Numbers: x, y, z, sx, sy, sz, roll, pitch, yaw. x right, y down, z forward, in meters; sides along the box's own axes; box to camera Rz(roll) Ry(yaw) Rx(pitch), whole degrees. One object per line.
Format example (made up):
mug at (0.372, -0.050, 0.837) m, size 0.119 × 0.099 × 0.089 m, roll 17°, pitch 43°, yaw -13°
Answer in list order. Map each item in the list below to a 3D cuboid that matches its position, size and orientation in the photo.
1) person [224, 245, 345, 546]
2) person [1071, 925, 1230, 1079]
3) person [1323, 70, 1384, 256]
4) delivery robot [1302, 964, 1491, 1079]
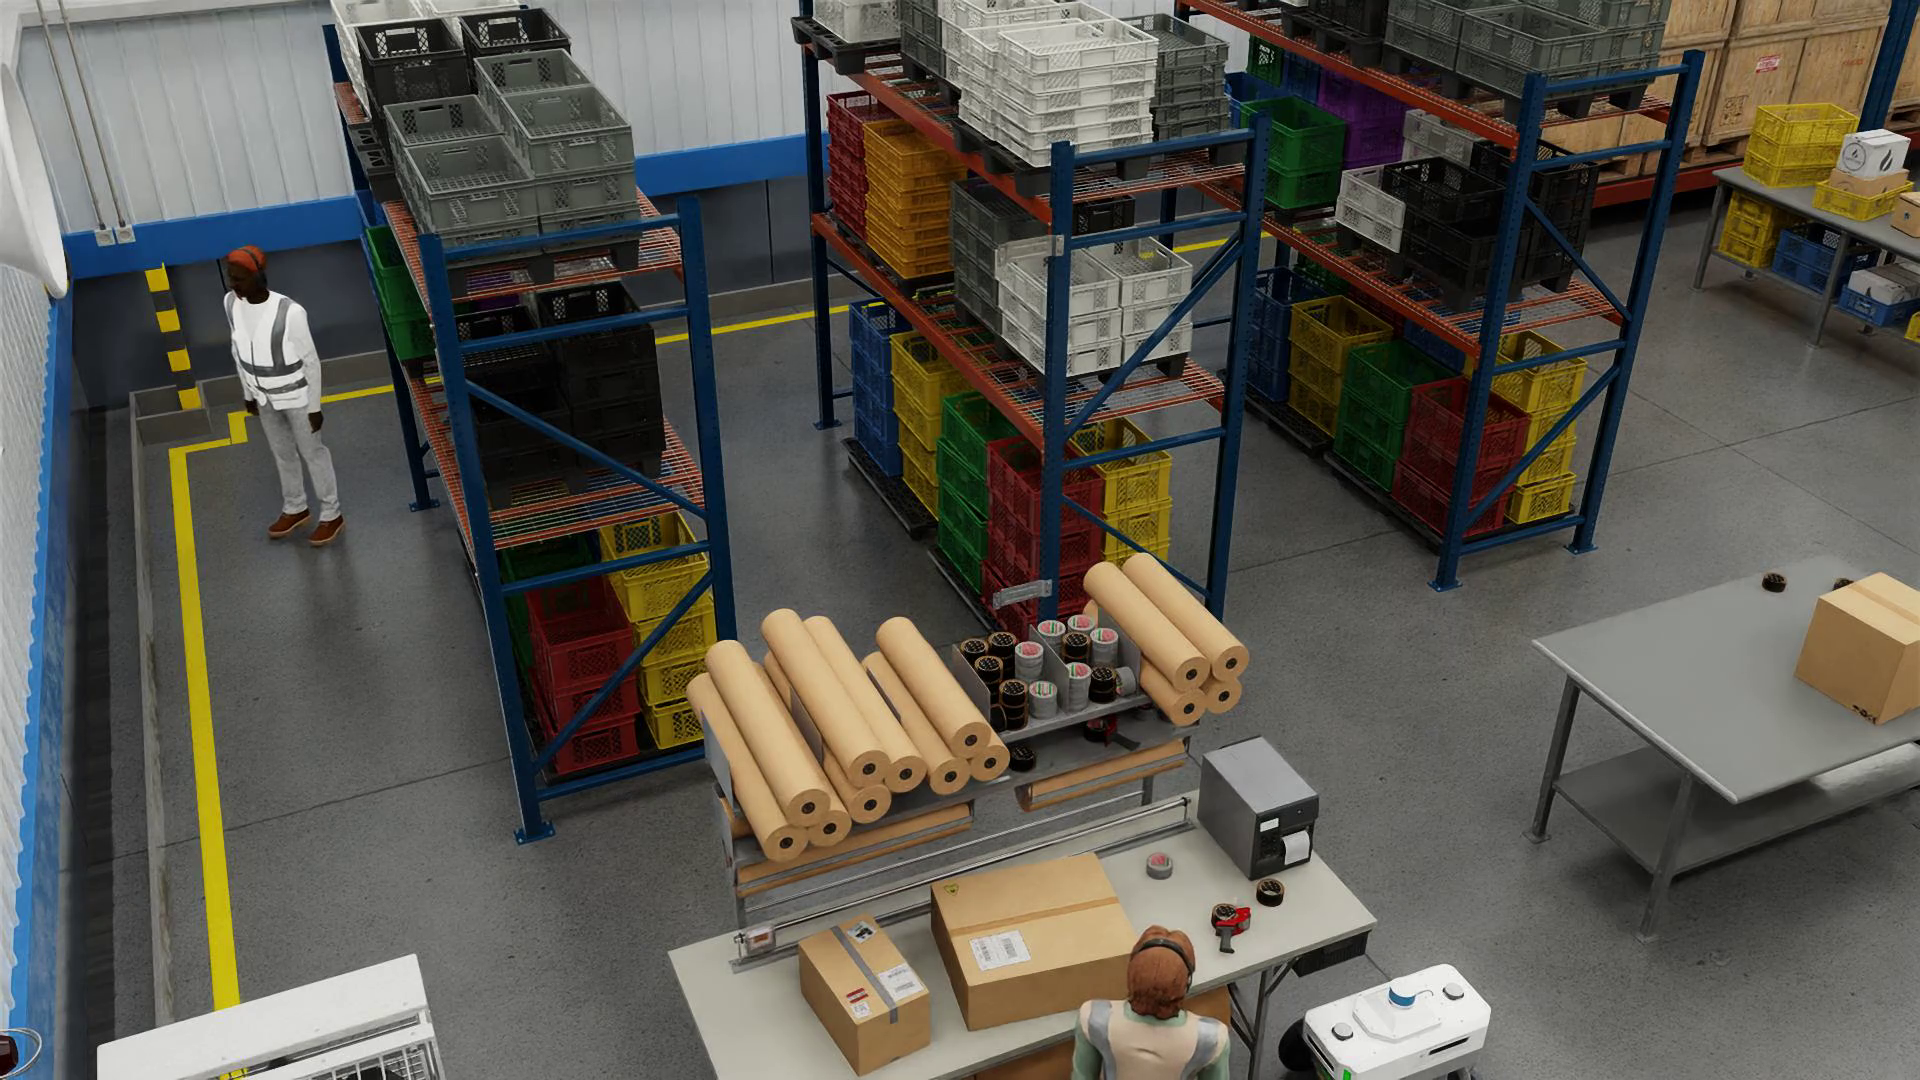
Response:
person at (-3.989, -0.842, 9.786) m, size 0.574 × 1.881 × 0.357 m, roll 13°, pitch 34°, yaw 19°
person at (0.613, 1.944, 5.496) m, size 0.511 × 1.635 × 0.311 m, roll 5°, pitch 32°, yaw 8°
person at (3.285, -3.305, 13.746) m, size 0.627 × 1.930 × 0.369 m, roll 17°, pitch 36°, yaw 26°
delivery robot at (1.699, 1.912, 6.484) m, size 0.707 × 0.478 × 0.477 m, roll -13°, pitch 34°, yaw -20°
